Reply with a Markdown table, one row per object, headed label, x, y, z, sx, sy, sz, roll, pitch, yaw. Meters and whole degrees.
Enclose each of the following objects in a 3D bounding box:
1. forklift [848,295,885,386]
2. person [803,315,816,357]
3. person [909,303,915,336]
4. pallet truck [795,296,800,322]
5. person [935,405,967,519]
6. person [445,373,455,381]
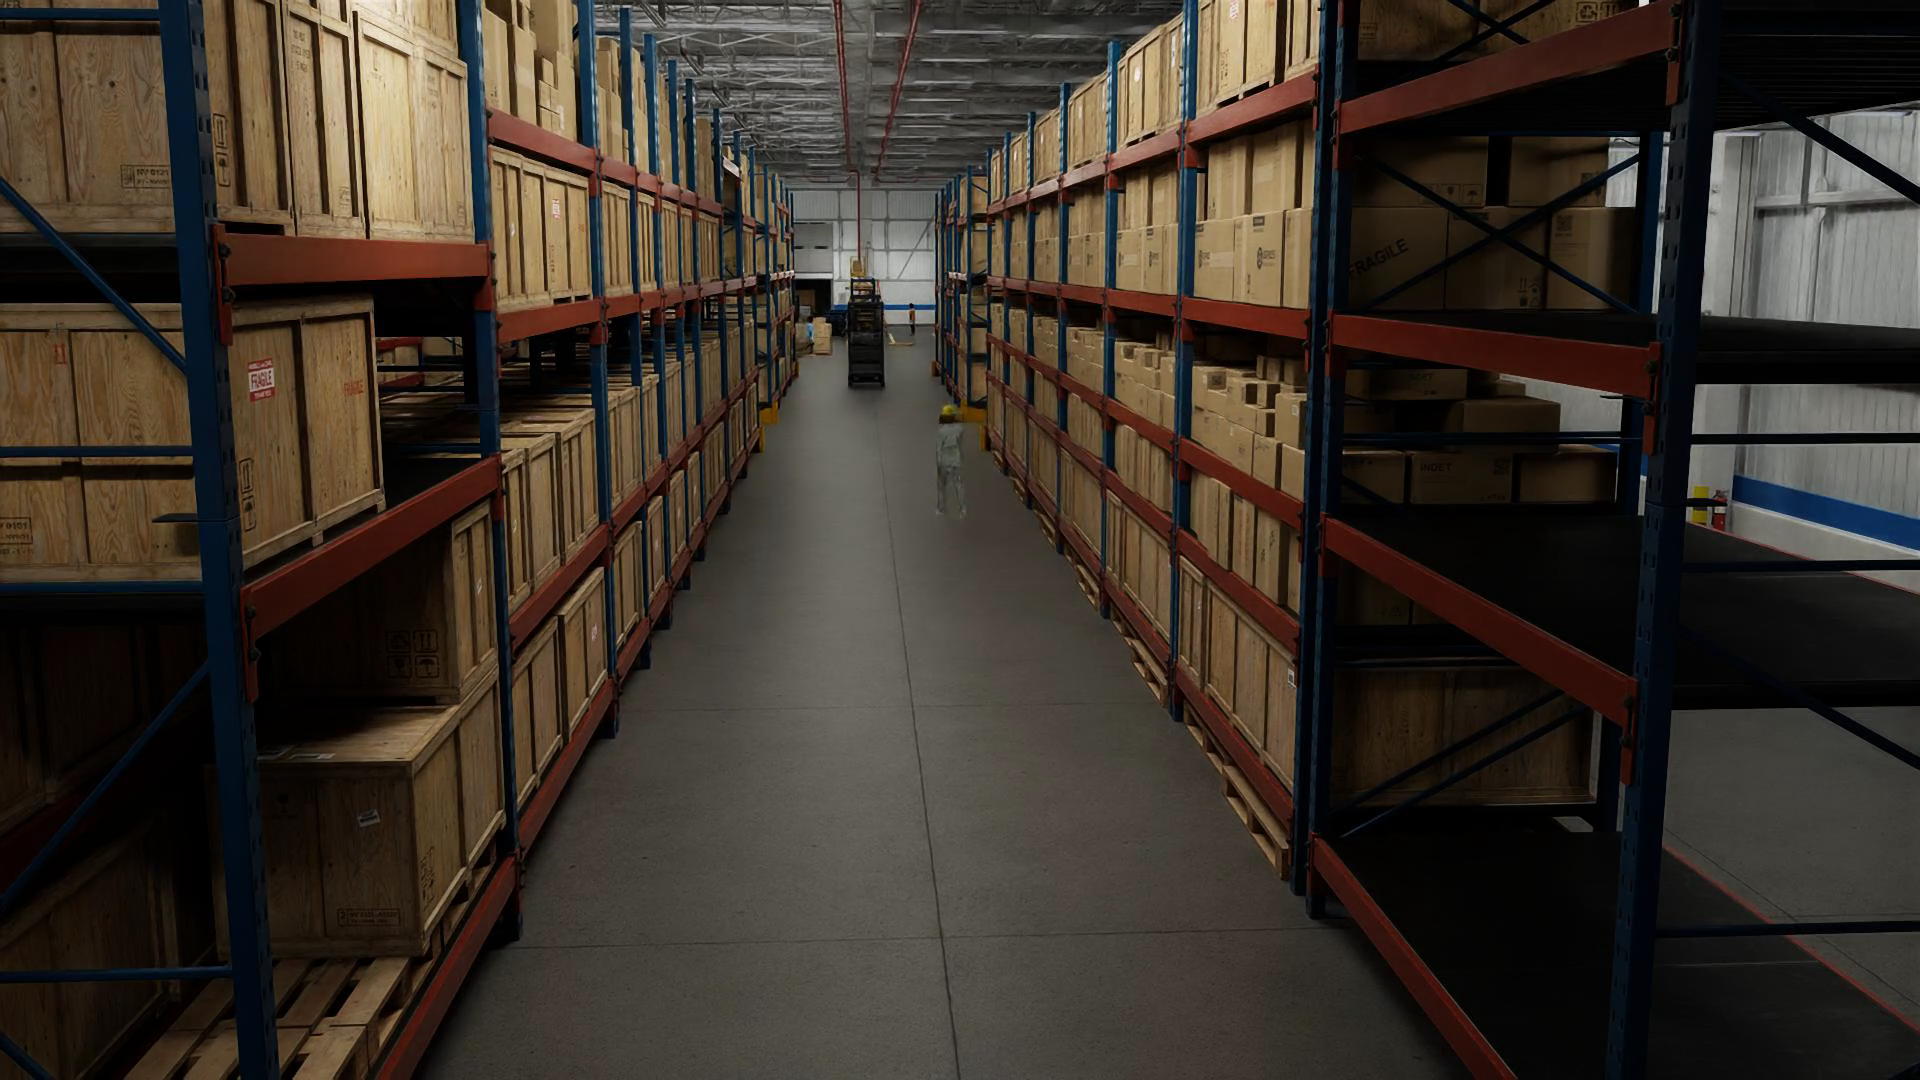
| label | x | y | z | sx | sy | sz | roll | pitch | yaw |
| --- | --- | --- | --- | --- | --- | --- | --- | --- | --- |
| forklift | -2.932 | -6.242 | 51.753 | 1.129 | 2.768 | 1.873 | -1 | 10 | -3 |
| person | -6.089 | -8.267 | 67.419 | 0.430 | 1.680 | 0.546 | -2 | 10 | -10 |
| person | -2.496 | -11.499 | 86.703 | 0.319 | 1.692 | 0.541 | 3 | 10 | 18 |
| pallet truck | -8.622 | -12.439 | 91.403 | 1.885 | 1.965 | 0.823 | 2 | 10 | 13 |
| person | -0.137 | -1.179 | 24.997 | 0.478 | 1.711 | 0.851 | -3 | 10 | -17 |
| person | -10.163 | -2.523 | 33.299 | 0.502 | 1.616 | 0.597 | -4 | 10 | -22 |
